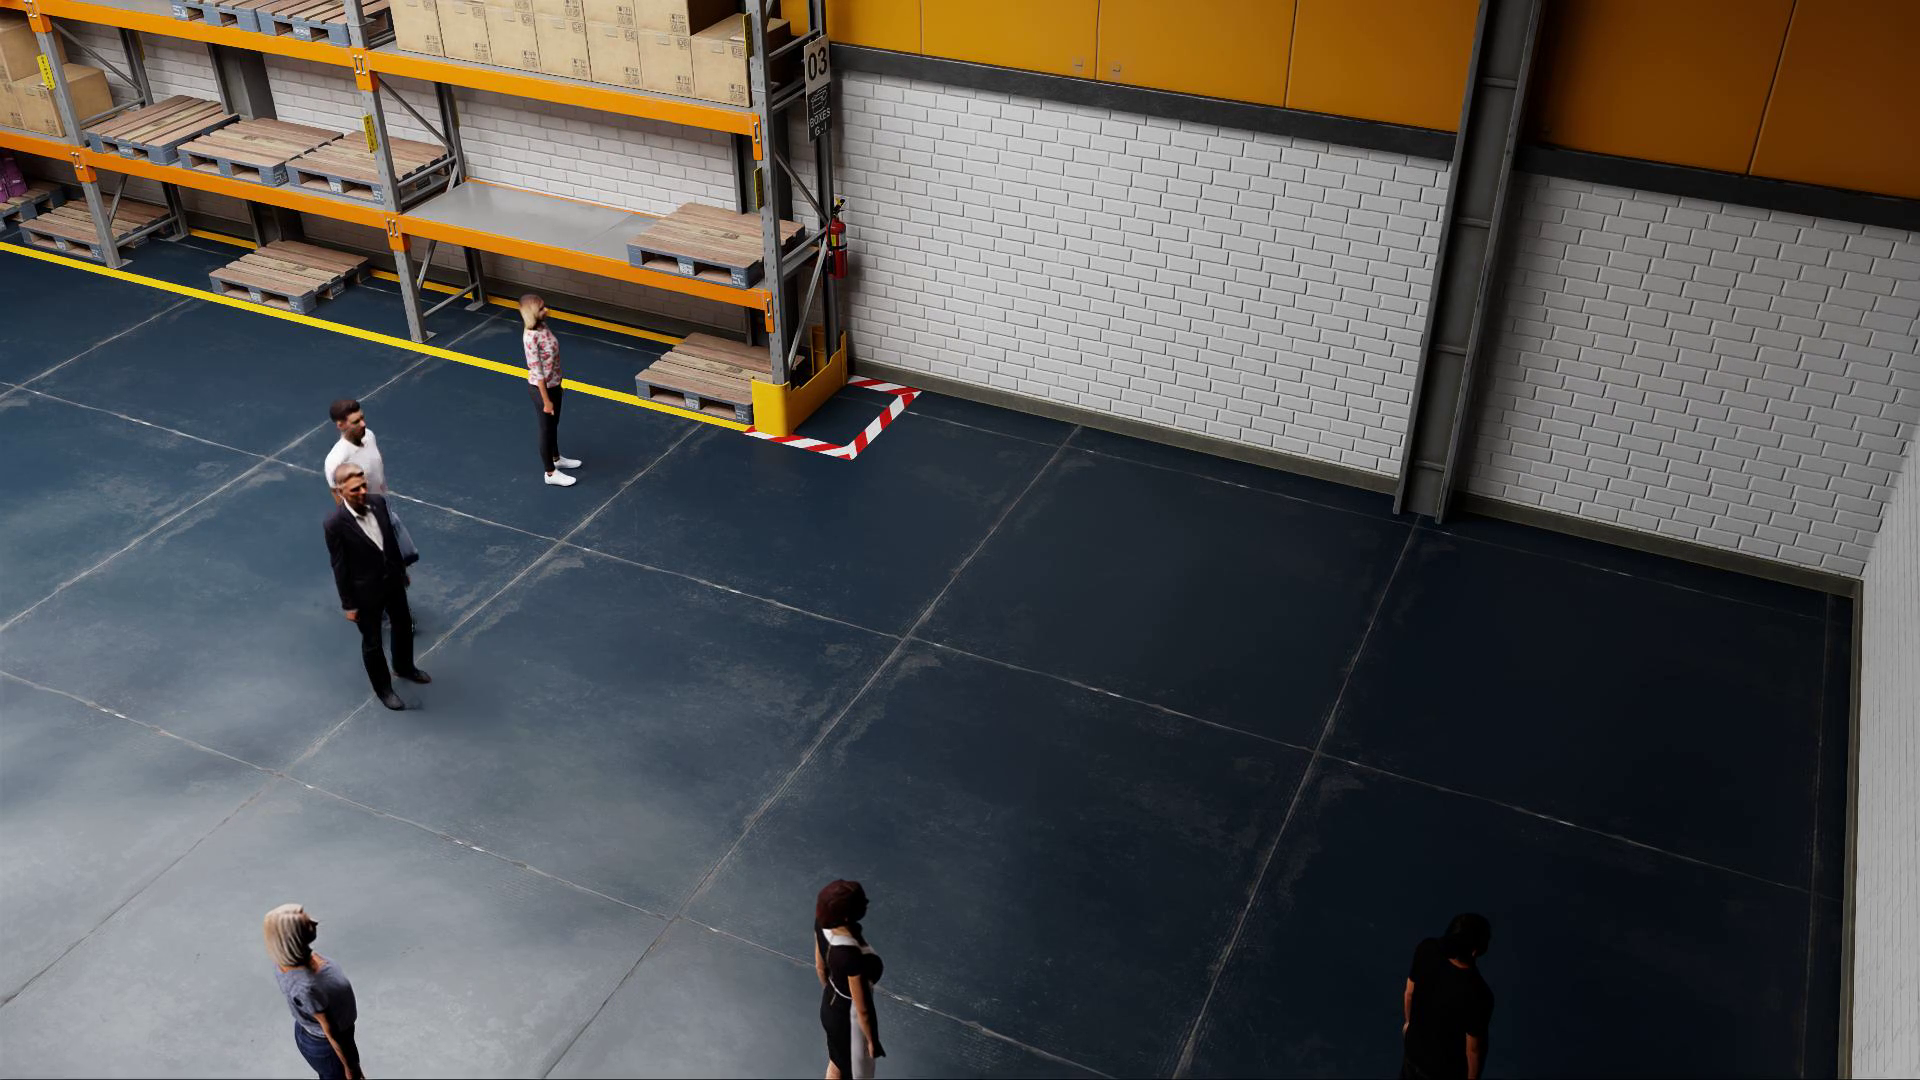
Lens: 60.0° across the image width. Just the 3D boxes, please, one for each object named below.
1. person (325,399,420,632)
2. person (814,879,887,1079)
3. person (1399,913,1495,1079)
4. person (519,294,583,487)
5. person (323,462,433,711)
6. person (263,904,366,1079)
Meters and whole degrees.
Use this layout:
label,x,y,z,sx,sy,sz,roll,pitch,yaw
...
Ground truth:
label,x,y,z,sx,sy,sz,roll,pitch,yaw
person,-4.185,-0.165,11.583,0.740,1.849,0.694,12,35,17
person,-0.527,2.304,7.917,0.714,1.795,0.609,-18,38,-25
person,2.254,2.398,7.808,0.787,1.758,0.698,-17,37,-24
person,-3.338,-1.227,13.374,0.651,1.634,0.641,-1,34,-1
person,-3.880,0.260,10.972,0.652,1.816,0.732,21,39,28
person,-3.011,2.368,7.886,0.711,1.722,0.590,-24,40,-31
